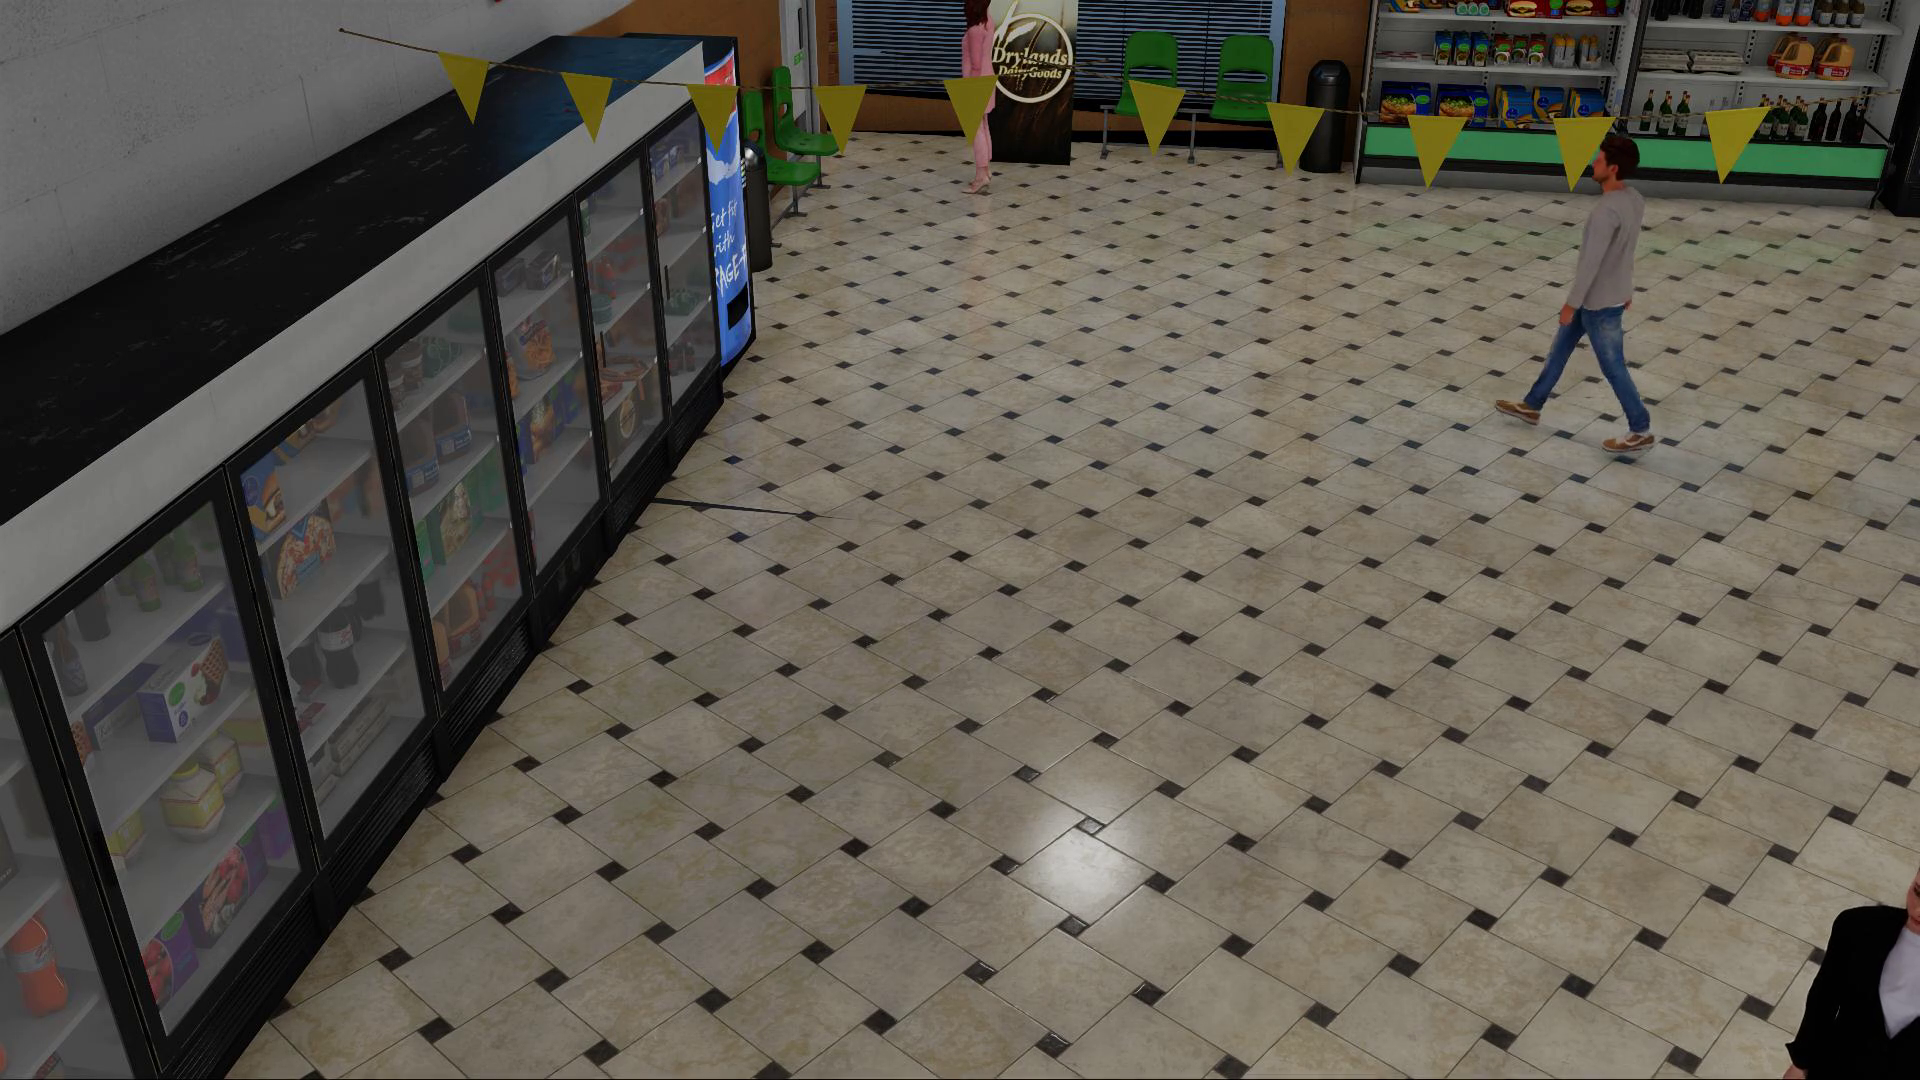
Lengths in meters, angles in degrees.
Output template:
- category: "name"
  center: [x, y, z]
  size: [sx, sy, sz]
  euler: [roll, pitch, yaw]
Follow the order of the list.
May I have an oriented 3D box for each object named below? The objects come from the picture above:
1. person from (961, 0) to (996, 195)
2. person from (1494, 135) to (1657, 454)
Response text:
- category: "person"
  center: [0.167, -3.934, 14.494]
  size: [0.540, 1.803, 0.635]
  euler: [8, 30, 14]
- category: "person"
  center: [3.860, -1.380, 9.767]
  size: [1.320, 1.850, 0.982]
  euler: [17, 33, 28]
